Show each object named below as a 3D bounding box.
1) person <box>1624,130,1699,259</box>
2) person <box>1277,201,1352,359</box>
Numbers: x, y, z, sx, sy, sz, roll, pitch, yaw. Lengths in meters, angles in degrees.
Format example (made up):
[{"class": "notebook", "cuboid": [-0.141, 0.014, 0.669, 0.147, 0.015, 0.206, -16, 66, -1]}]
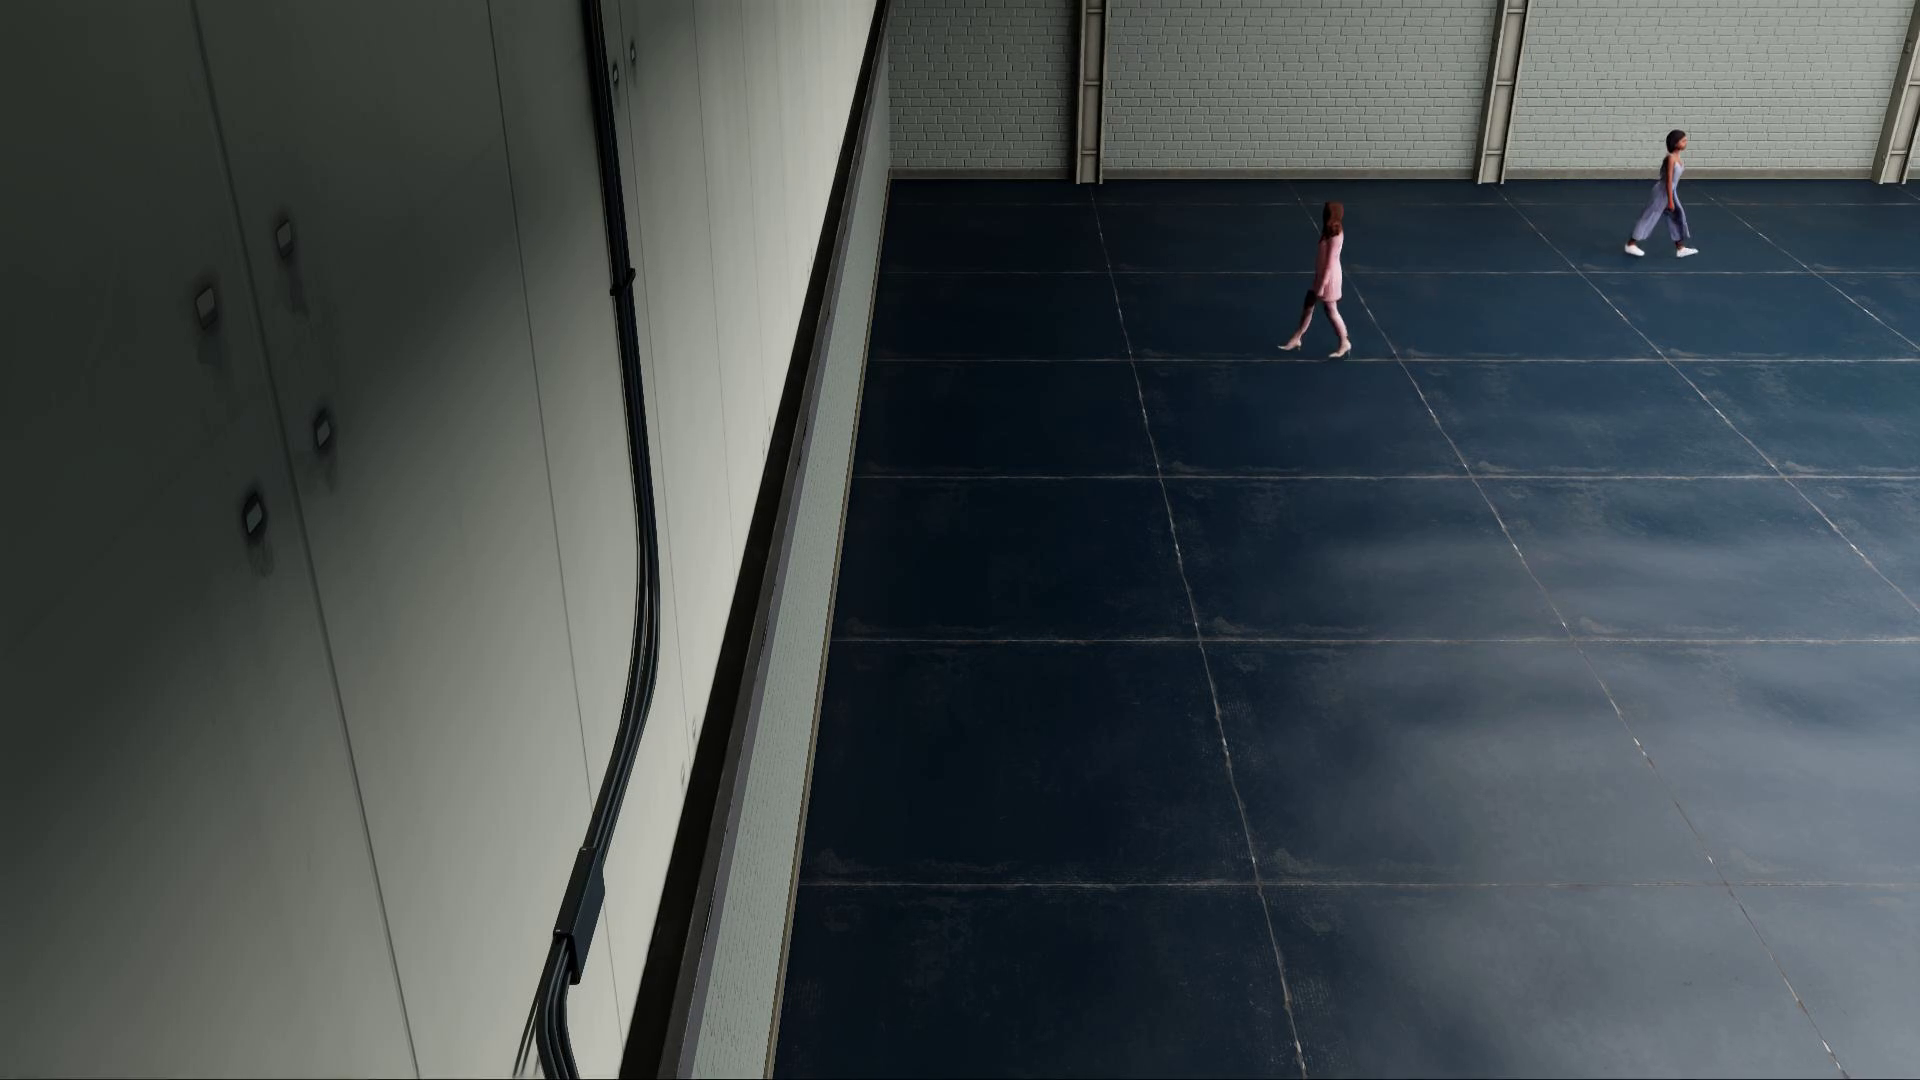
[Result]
[{"class": "person", "cuboid": [8.963, -4.426, 21.404, 1.159, 1.647, 1.009, 19, 33, 31]}, {"class": "person", "cuboid": [4.109, -2.815, 18.258, 1.034, 1.760, 0.678, 2, 28, 4]}]
